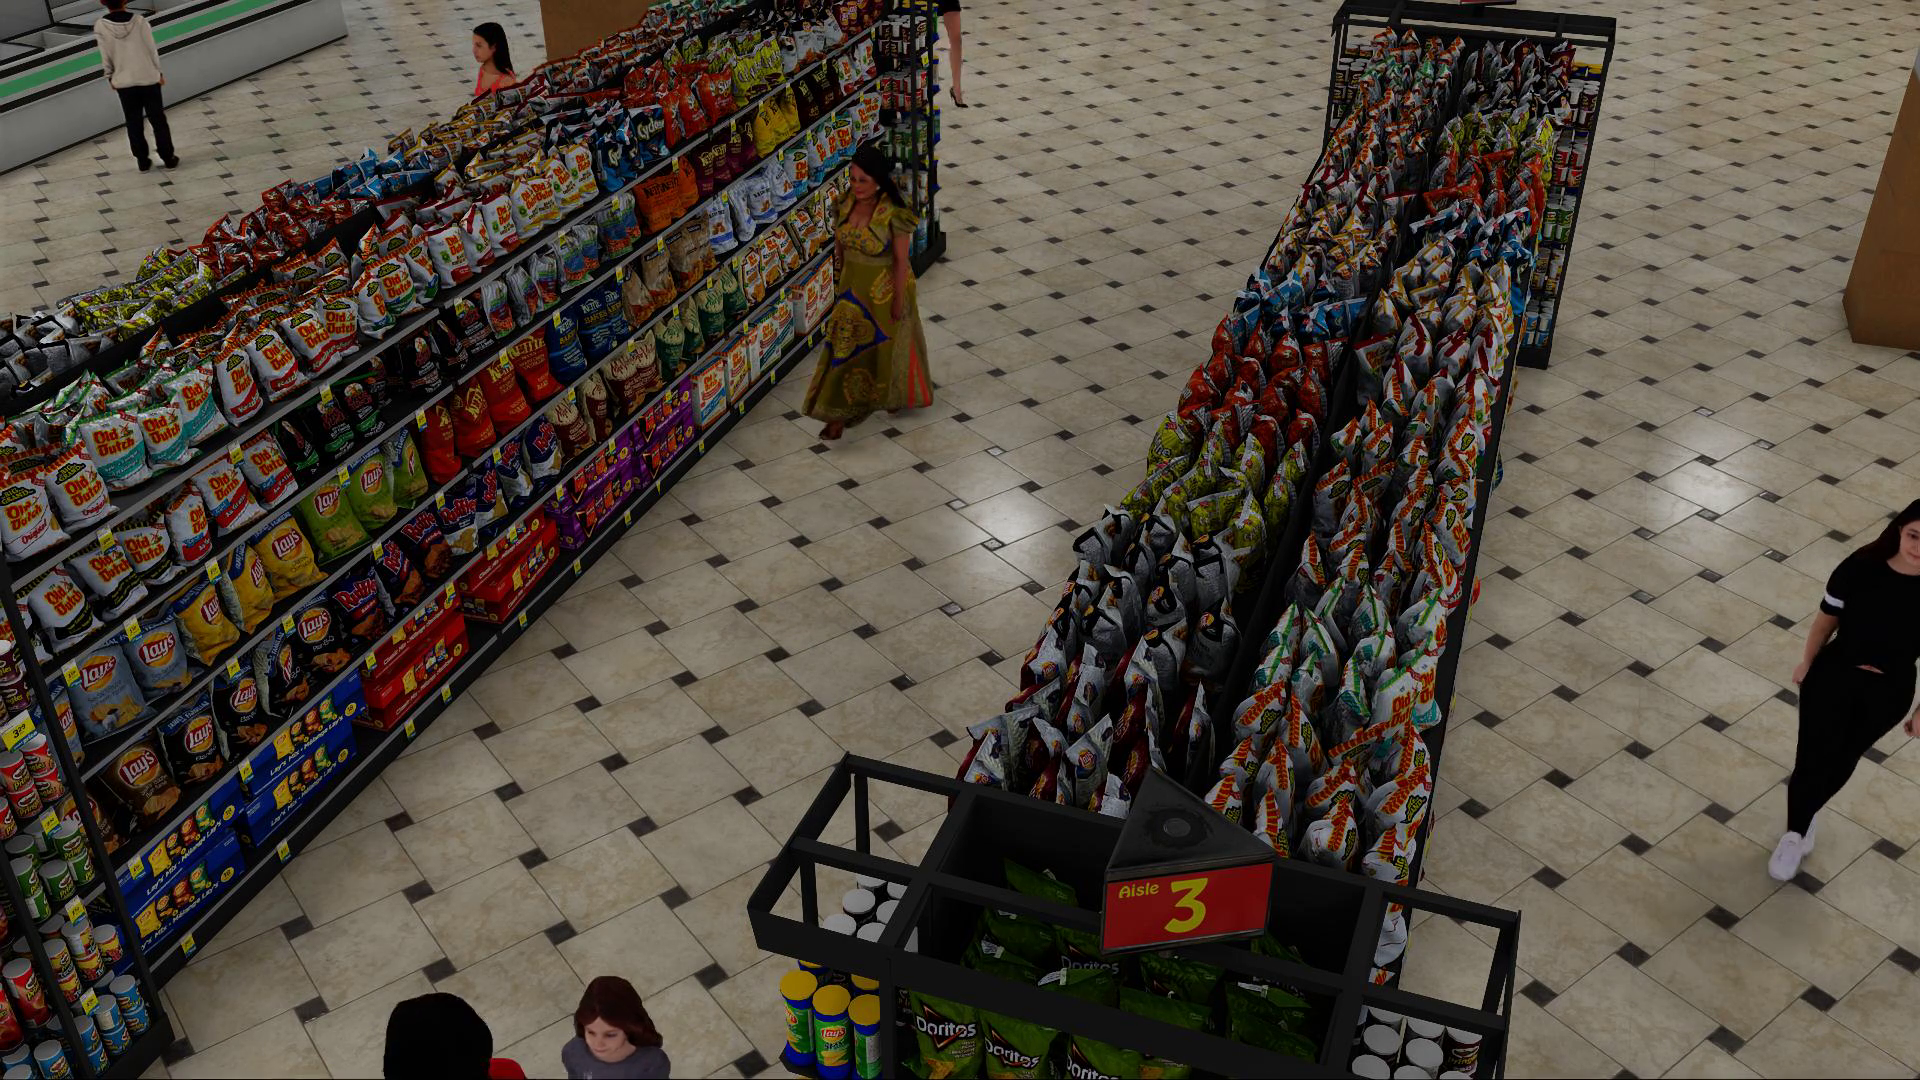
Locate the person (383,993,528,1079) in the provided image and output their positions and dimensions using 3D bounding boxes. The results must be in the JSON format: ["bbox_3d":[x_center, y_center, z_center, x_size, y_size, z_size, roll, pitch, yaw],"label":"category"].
[{"bbox_3d":[-1.062,1.798,4.026,0.873,1.706,1.089,20,37,29],"label":"person"}]

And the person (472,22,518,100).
[{"bbox_3d":[-2.936,-2.557,11.065,0.895,1.664,1.193,25,40,35],"label":"person"}]

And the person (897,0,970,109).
[{"bbox_3d":[-0.250,-4.638,14.343,1.132,1.733,0.977,-27,41,-36],"label":"person"}]

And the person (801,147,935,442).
[{"bbox_3d":[-0.432,-1.399,9.247,0.739,1.618,1.262,12,34,19],"label":"person"}]

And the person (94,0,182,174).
[{"bbox_3d":[-6.403,-3.588,12.920,0.651,1.453,0.665,-6,32,-9],"label":"person"}]

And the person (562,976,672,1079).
[{"bbox_3d":[-0.955,1.651,4.842,0.545,1.093,0.701,4,32,7],"label":"person"}]

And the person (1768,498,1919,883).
[{"bbox_3d":[3.363,0.500,6.189,0.660,1.624,0.723,15,35,22],"label":"person"}]
